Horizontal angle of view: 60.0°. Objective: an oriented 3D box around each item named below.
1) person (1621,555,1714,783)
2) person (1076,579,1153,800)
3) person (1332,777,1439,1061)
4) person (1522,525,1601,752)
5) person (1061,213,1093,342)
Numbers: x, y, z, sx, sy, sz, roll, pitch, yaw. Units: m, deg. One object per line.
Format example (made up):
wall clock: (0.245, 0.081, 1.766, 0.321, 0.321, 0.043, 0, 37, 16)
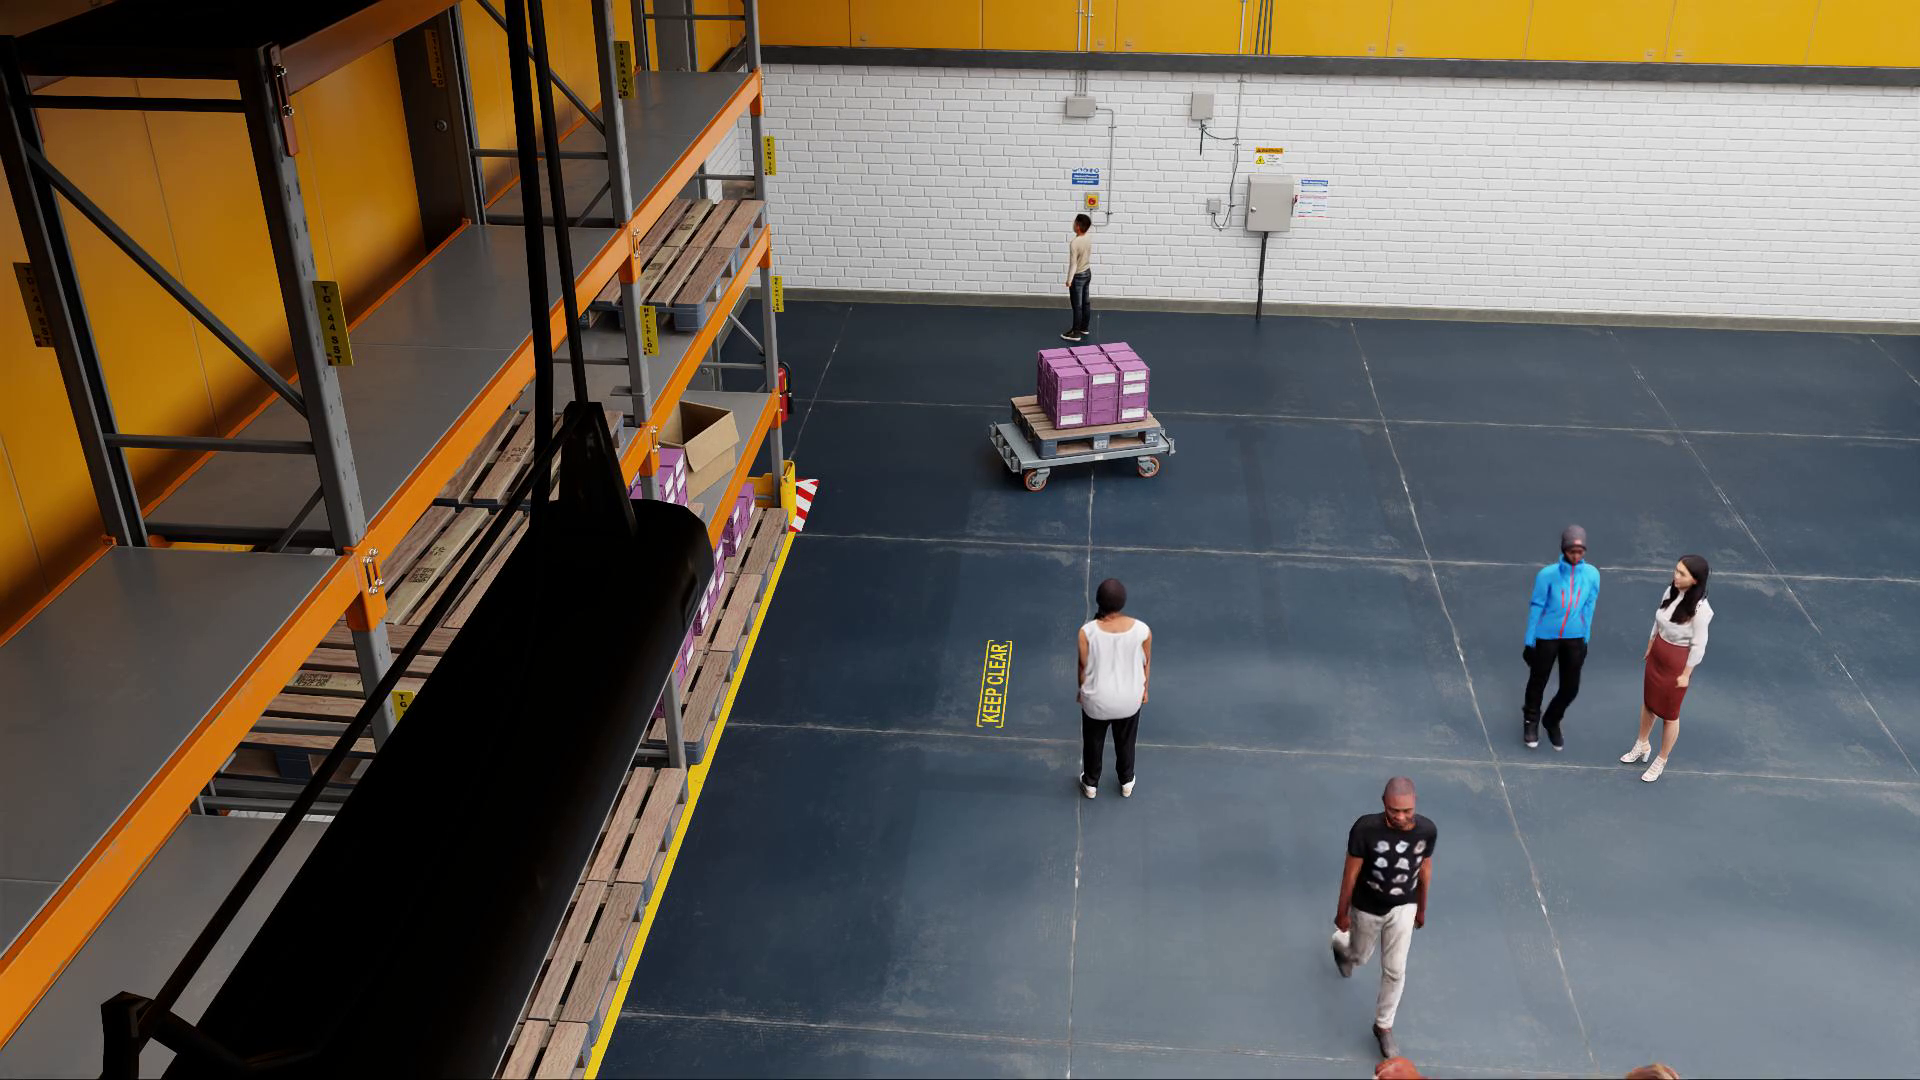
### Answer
person: (4.943, 0.882, 11.586, 0.723, 1.751, 0.578, -8, 30, -15)
person: (1.028, 1.014, 11.408, 0.677, 1.688, 0.626, -1, 29, -1)
person: (2.377, 2.027, 9.457, 0.760, 1.779, 1.114, -2, 29, -4)
person: (4.272, 0.662, 11.955, 0.619, 1.782, 0.580, 2, 29, 4)
person: (1.376, -3.021, 19.039, 0.685, 1.465, 0.585, 18, 33, 29)
